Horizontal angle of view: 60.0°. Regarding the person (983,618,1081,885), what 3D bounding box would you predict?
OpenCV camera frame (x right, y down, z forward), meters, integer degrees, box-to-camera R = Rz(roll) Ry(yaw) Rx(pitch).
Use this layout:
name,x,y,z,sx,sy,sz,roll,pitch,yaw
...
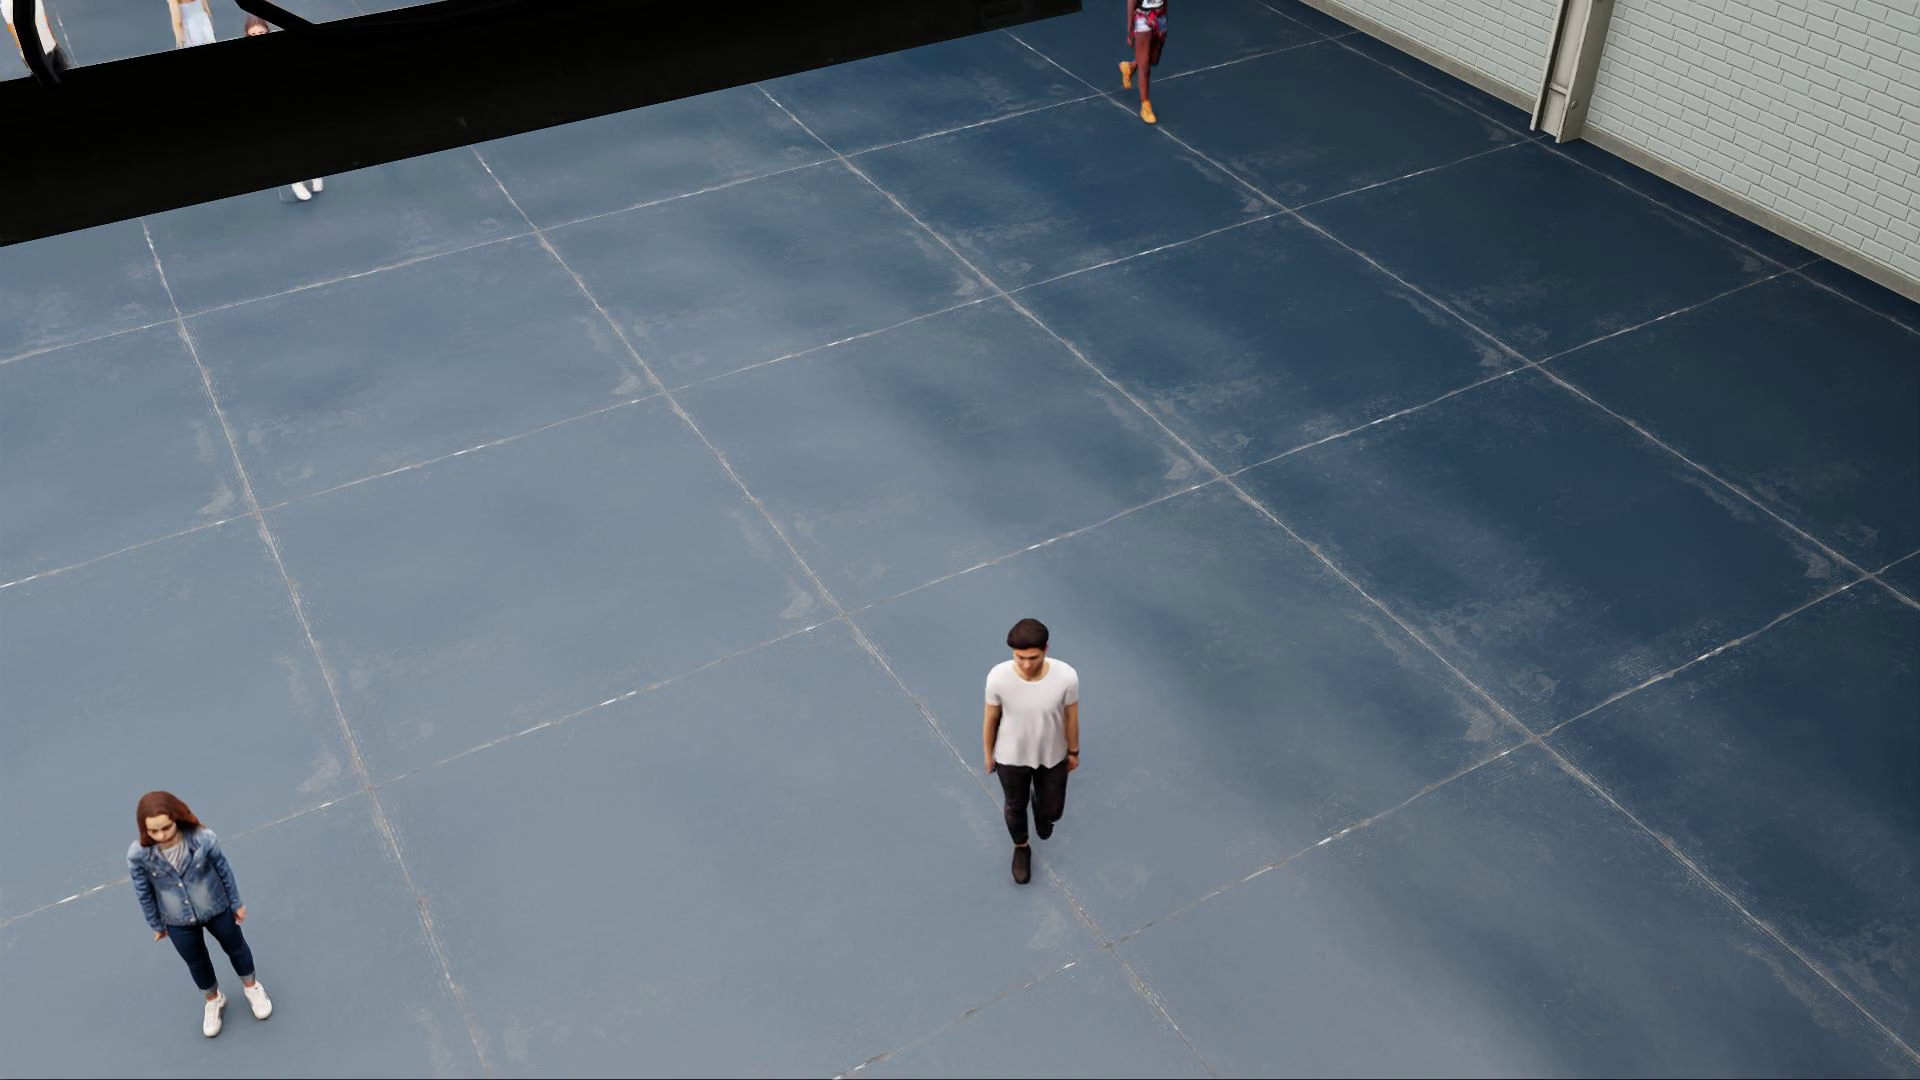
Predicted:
name,x,y,z,sx,sy,sz,roll,pitch,yaw
person,0.373,1.008,8.505,0.818,1.712,0.876,1,38,1

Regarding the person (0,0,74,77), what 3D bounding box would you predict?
name,x,y,z,sx,sy,sz,roll,pitch,yaw
person,-8.685,-4.565,15.569,0.860,1.785,0.791,7,39,9

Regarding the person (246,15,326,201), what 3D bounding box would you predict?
name,x,y,z,sx,sy,sz,roll,pitch,yaw
person,-6.068,-3.851,14.752,0.635,1.668,0.597,-23,44,-27

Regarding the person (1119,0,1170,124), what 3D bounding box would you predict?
name,x,y,z,sx,sy,sz,roll,pitch,yaw
person,1.775,-4.968,16.155,0.606,1.699,1.023,-18,41,-21

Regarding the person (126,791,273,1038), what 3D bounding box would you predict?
name,x,y,z,sx,sy,sz,roll,pitch,yaw
person,-3.571,1.721,7.784,0.577,1.478,0.532,-15,41,-19
